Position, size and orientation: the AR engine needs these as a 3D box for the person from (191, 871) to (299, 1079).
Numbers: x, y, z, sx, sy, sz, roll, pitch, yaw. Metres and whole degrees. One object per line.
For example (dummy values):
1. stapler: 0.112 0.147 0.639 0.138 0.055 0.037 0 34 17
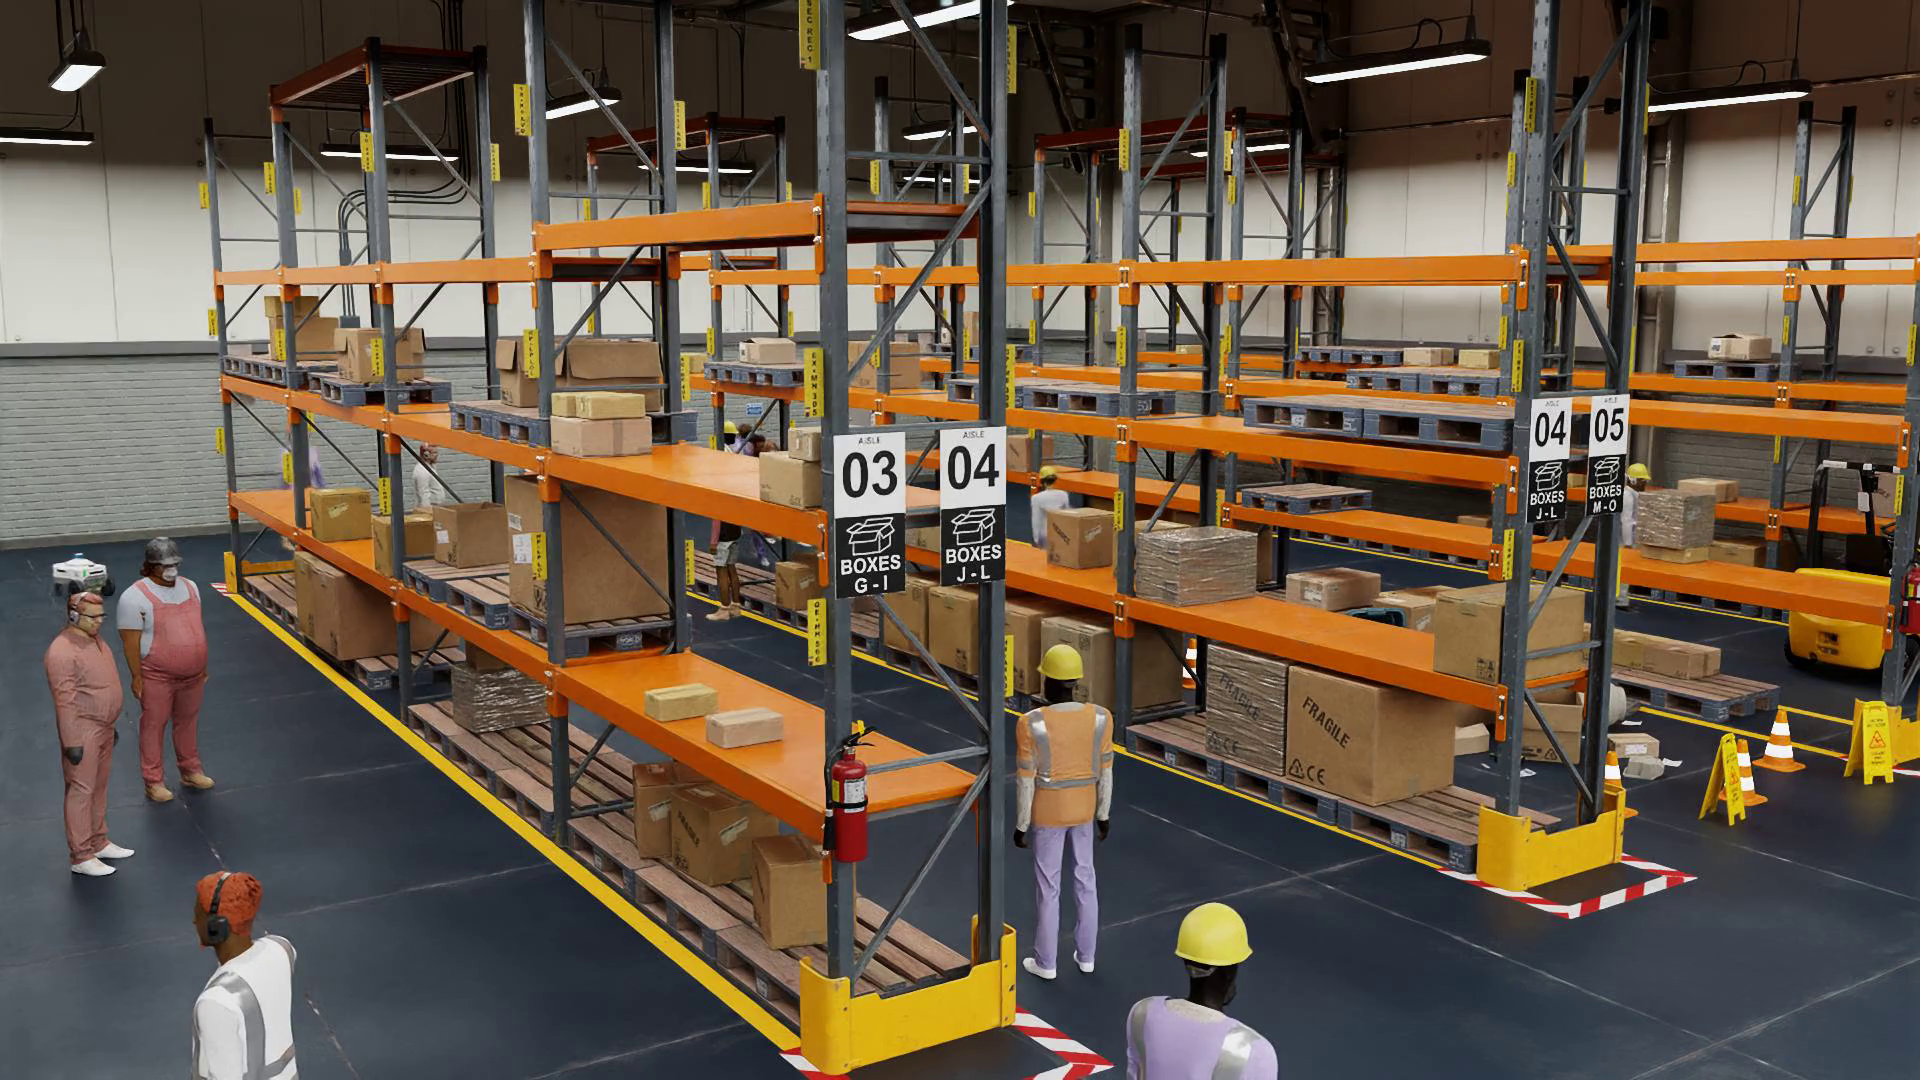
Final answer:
1. person: -2.559 2.093 5.956 0.356 1.883 0.573 0 9 -1

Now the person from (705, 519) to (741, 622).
1. person: -2.803 -0.046 19.731 0.409 2.028 0.614 3 9 18

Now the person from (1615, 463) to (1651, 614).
1. person: 8.170 -0.027 20.241 0.403 1.827 0.601 4 9 26

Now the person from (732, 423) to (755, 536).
1. person: -3.397 -0.957 26.523 0.433 1.821 0.689 3 9 17

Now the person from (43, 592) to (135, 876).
1. person: -5.860 1.292 11.229 0.406 1.902 0.638 -1 9 -6

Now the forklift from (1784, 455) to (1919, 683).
1. forklift: 9.643 0.253 17.172 2.313 2.155 1.214 -6 10 -33

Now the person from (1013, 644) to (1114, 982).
1. person: 0.582 1.543 9.451 0.594 1.930 0.352 -3 9 -20

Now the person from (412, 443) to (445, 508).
1. person: -7.102 -0.366 22.294 0.401 1.900 0.636 -2 9 -15

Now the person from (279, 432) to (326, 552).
1. person: -9.779 -0.772 24.692 1.032 2.000 0.610 2 9 14

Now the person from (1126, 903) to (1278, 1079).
1. person: 0.807 2.141 5.528 0.395 1.919 0.587 -8 12 -43

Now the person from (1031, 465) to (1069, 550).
1. person: 1.149 -0.078 20.904 0.528 1.729 0.879 -2 9 -16

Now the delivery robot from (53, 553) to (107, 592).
1. delivery robot: -11.226 0.415 21.211 0.707 0.478 0.477 5 10 30

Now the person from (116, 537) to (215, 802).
1. person: -6.082 0.976 12.863 0.538 2.000 0.689 4 9 25
